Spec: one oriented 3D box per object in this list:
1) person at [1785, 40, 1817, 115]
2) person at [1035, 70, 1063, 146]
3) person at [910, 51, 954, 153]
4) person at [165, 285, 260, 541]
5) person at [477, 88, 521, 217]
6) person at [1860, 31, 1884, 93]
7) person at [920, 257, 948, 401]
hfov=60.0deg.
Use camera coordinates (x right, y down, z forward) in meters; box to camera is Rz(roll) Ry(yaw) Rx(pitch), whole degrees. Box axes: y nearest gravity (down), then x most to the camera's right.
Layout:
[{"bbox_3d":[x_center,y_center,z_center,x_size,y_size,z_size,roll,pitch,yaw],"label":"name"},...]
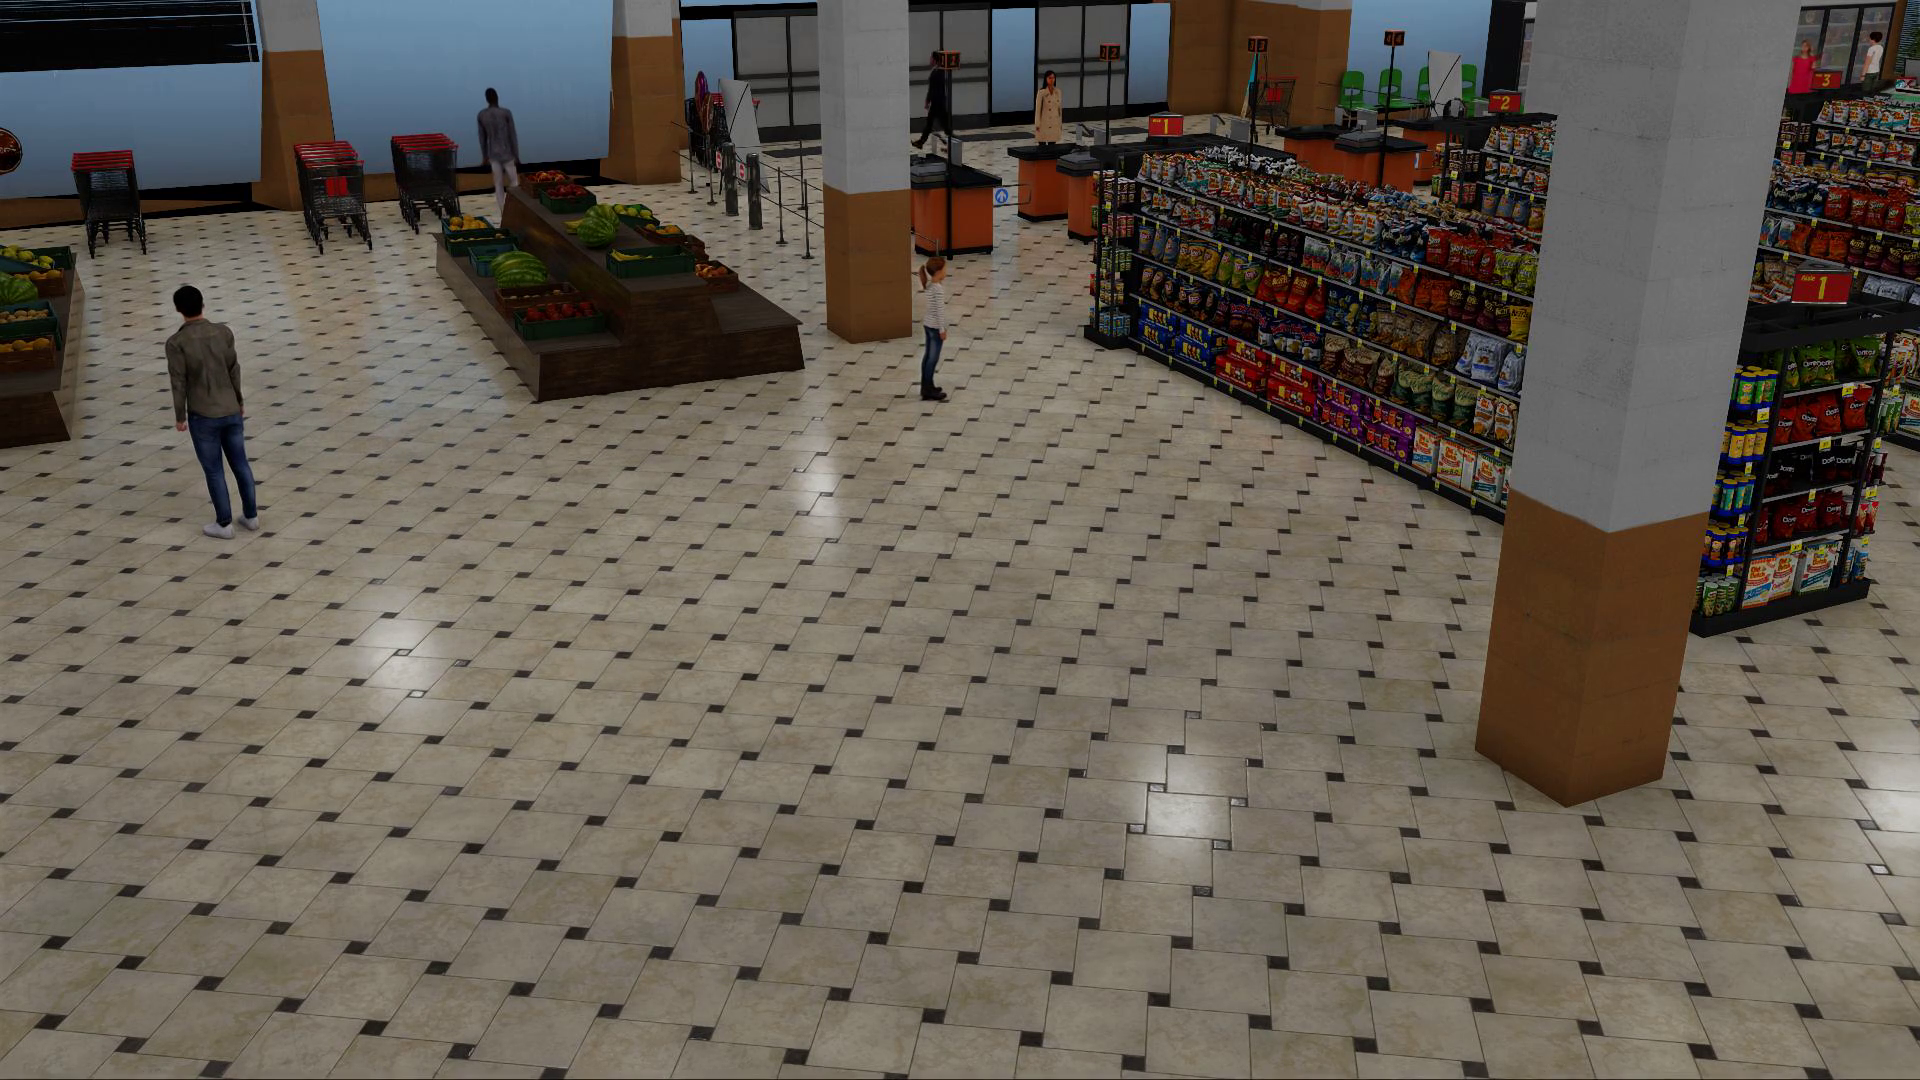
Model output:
[{"bbox_3d":[15.550,-8.347,30.731,0.996,1.699,0.947,14,26,32],"label":"person"},{"bbox_3d":[1.395,-6.569,26.329,0.633,1.682,0.512,-10,24,-23],"label":"person"},{"bbox_3d":[-0.296,-7.501,28.651,1.132,1.680,1.143,5,22,11],"label":"person"},{"bbox_3d":[-5.391,-0.920,12.021,0.778,1.867,0.790,15,27,33],"label":"person"},{"bbox_3d":[-6.350,-5.258,22.895,0.942,1.810,1.072,0,22,1],"label":"person"},{"bbox_3d":[18.090,-9.240,33.021,0.580,1.650,0.549,-13,25,-29],"label":"person"},{"bbox_3d":[-0.250,-1.955,15.346,0.561,1.310,0.450,-6,23,-16],"label":"person"}]
